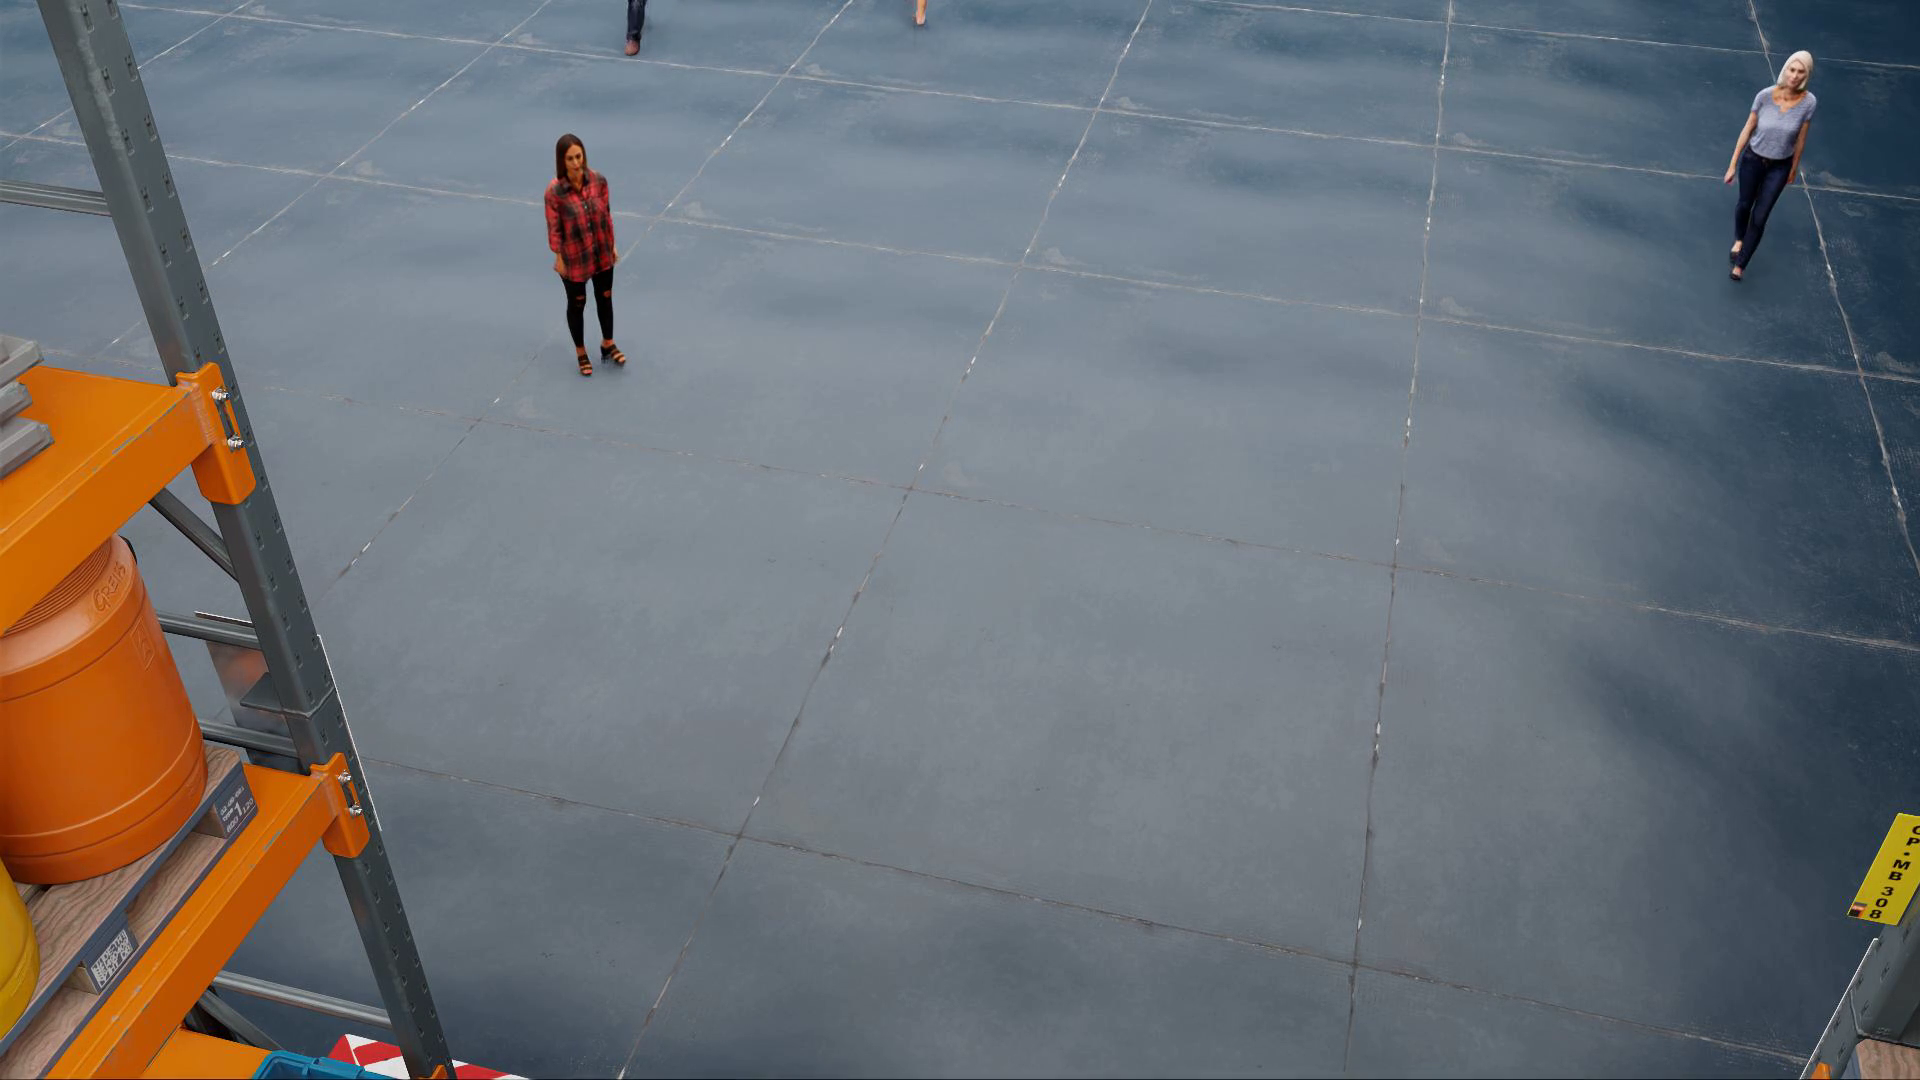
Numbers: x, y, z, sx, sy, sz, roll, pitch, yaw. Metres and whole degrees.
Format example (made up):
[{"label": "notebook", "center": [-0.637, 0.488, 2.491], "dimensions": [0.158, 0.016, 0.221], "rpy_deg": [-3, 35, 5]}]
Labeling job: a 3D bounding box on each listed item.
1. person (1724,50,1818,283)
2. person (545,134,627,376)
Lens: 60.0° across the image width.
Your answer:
[{"label": "person", "center": [5.953, -2.794, 12.281], "dimensions": [0.803, 1.679, 1.142], "rpy_deg": [20, 42, 23]}, {"label": "person", "center": [-2.508, -1.917, 11.141], "dimensions": [0.685, 1.702, 0.767], "rpy_deg": [-25, 44, -28]}]
